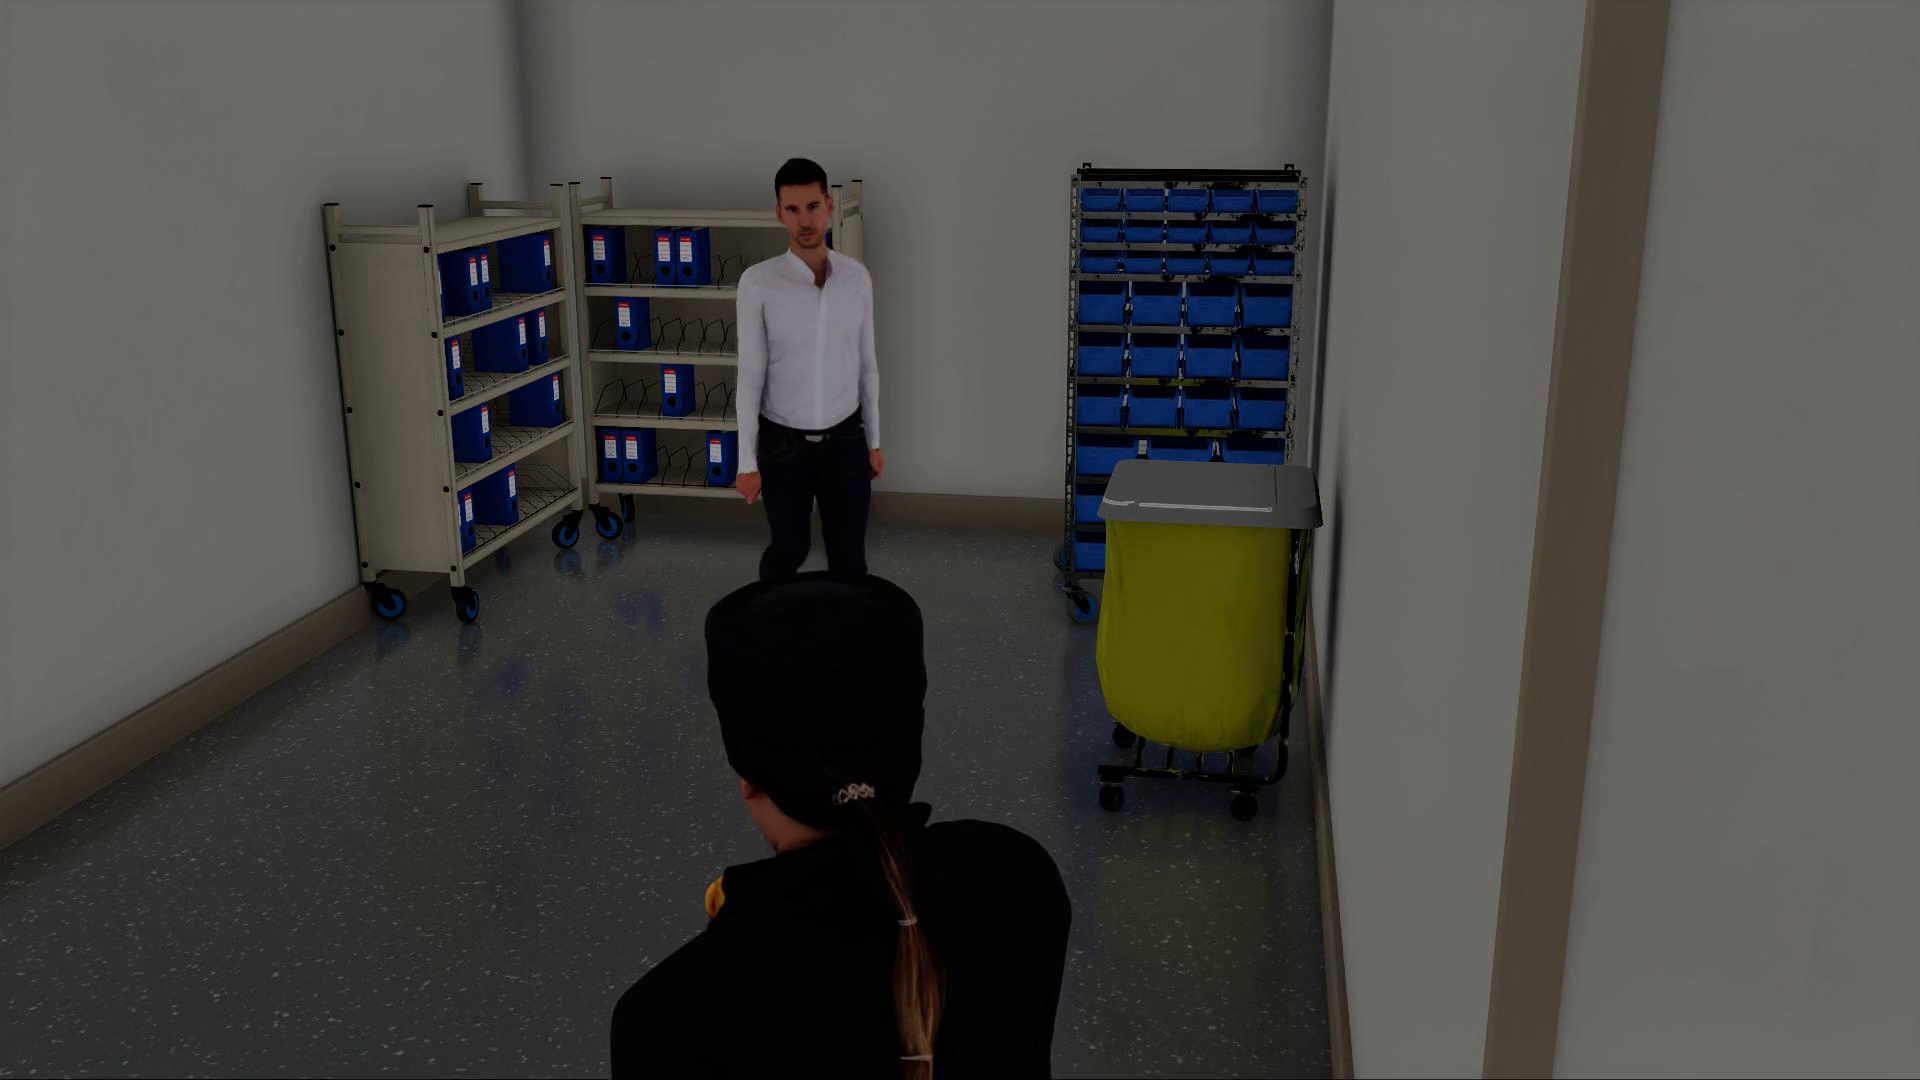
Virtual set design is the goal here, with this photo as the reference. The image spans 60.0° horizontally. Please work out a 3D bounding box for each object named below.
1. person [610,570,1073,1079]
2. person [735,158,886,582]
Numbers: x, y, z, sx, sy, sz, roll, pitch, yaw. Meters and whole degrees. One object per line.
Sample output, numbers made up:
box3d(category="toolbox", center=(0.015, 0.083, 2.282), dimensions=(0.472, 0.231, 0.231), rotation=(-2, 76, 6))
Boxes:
box3d(category="person", center=(-0.104, 0.852, 1.664), dimensions=(0.832, 1.671, 0.807), rotation=(15, 22, 42))
box3d(category="person", center=(-0.517, -0.323, 5.567), dimensions=(1.277, 1.814, 1.125), rotation=(-7, 17, -22))
